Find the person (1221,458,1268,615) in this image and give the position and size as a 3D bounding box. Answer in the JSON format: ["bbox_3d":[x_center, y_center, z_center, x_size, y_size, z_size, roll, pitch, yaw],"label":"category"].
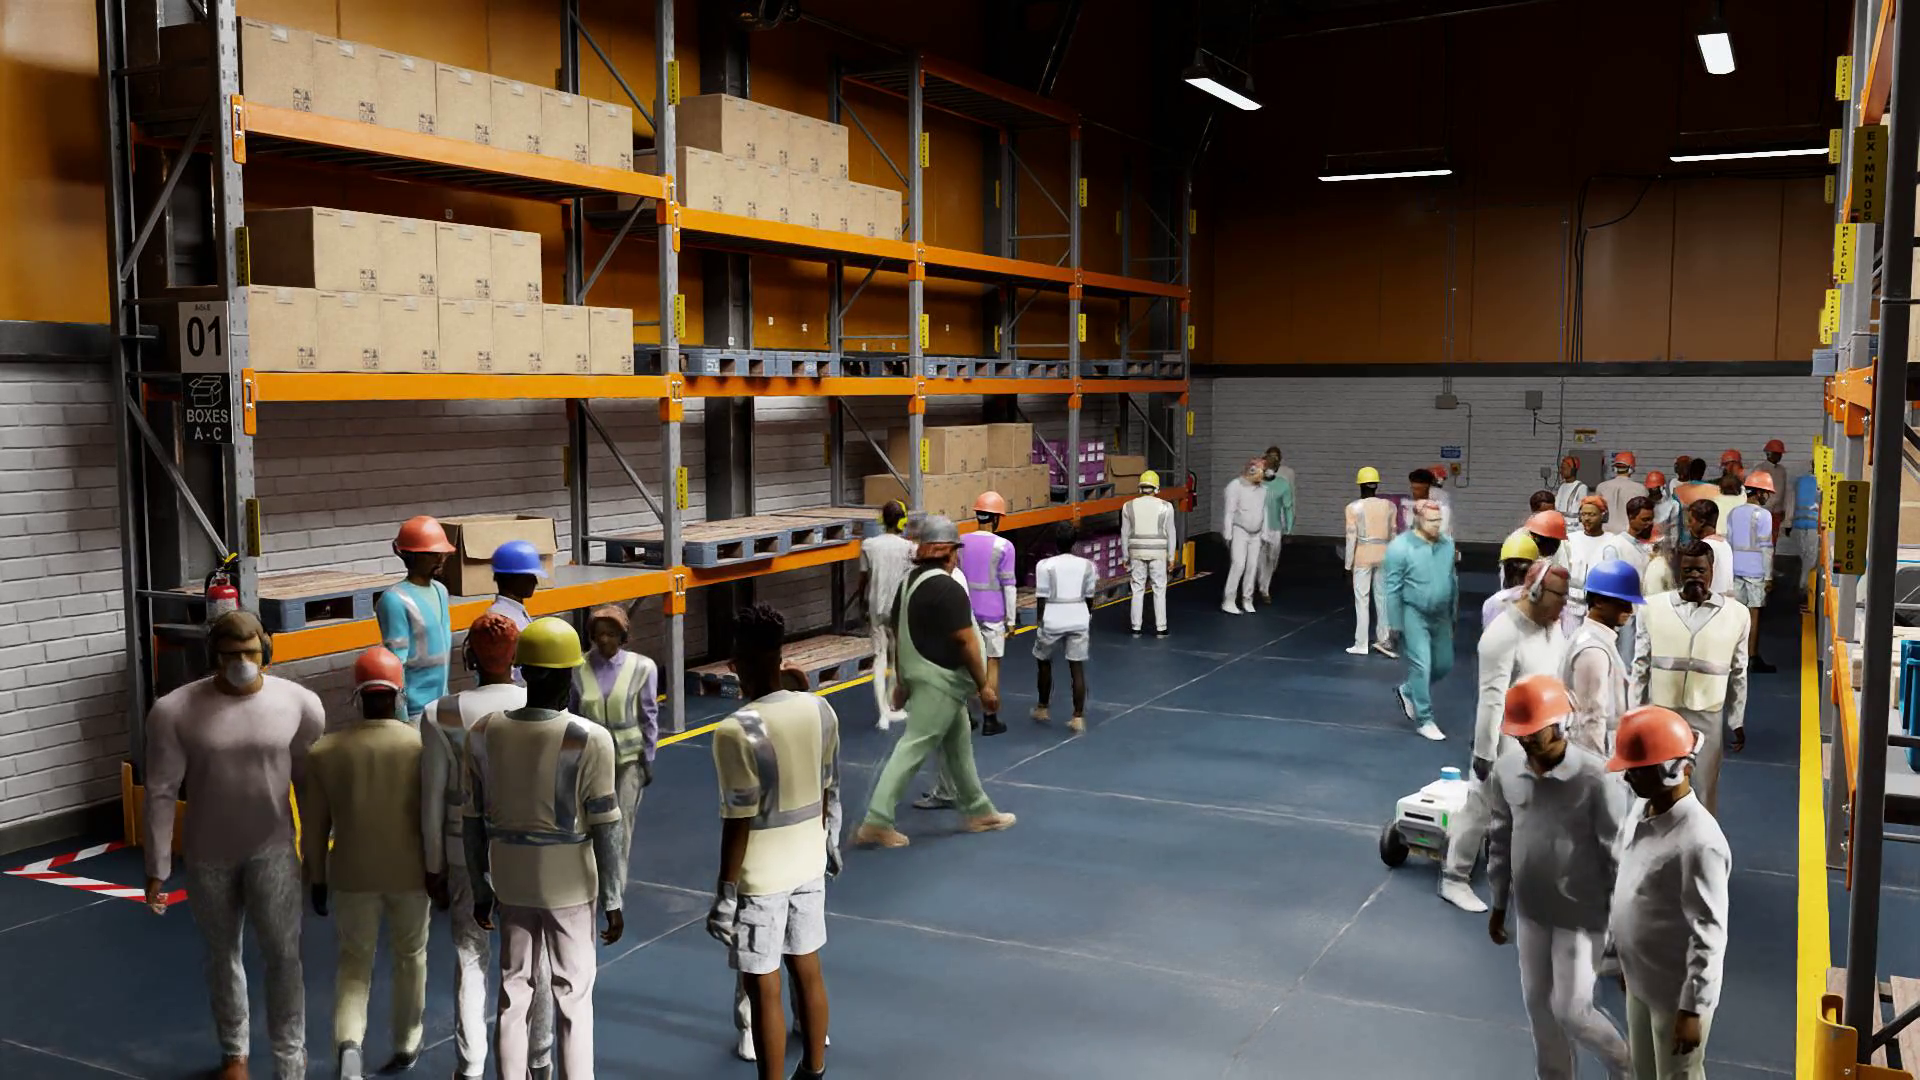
[{"bbox_3d":[3.439,-0.040,20.005,0.696,1.879,0.456,-4,7,-36],"label":"person"}]

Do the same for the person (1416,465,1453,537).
[{"bbox_3d":[6.029,-0.086,21.228,0.486,1.738,0.569,-5,7,-41],"label":"person"}]

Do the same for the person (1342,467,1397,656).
[{"bbox_3d":[4.164,0.216,16.975,0.594,1.922,0.385,-2,6,-19],"label":"person"}]

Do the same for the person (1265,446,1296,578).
[{"bbox_3d":[4.525,-0.420,24.008,0.638,1.905,0.957,2,6,23],"label":"person"}]

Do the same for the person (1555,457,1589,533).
[{"bbox_3d":[7.451,-0.079,20.370,0.356,1.882,0.574,-1,5,-12],"label":"person"}]

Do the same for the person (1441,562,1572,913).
[{"bbox_3d":[2.911,1.028,8.642,0.662,1.847,0.751,-5,7,-41],"label":"person"}]

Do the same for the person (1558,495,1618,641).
[{"bbox_3d":[5.022,0.583,13.245,0.575,1.883,0.362,4,7,38],"label":"person"}]

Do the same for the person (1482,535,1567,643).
[{"bbox_3d":[3.325,0.910,9.859,0.648,1.851,1.021,-2,6,-17],"label":"person"}]

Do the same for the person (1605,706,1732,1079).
[{"bbox_3d":[2.222,1.390,5.310,0.351,1.740,0.564,0,5,2],"label":"person"}]

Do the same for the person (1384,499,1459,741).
[{"bbox_3d":[3.583,0.605,12.998,0.677,1.878,0.588,-2,6,-24],"label":"person"}]

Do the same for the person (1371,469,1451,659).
[{"bbox_3d":[4.587,0.248,16.626,0.996,1.911,0.633,-3,6,-32],"label":"person"}]

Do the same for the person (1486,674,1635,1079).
[{"bbox_3d":[2.180,1.331,6.041,0.522,1.717,0.598,-3,6,-31],"label":"person"}]

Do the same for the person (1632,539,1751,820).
[{"bbox_3d":[3.991,0.949,9.115,0.587,1.920,0.391,2,6,20],"label":"person"}]

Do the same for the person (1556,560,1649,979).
[{"bbox_3d":[3.004,1.055,7.863,0.411,1.939,0.605,2,6,20],"label":"person"}]

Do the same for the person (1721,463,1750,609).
[{"bbox_3d":[9.051,0.032,19.350,0.559,1.858,0.577,3,6,31],"label":"person"}]

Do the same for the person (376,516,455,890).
[{"bbox_3d":[-2.940,0.885,9.134,0.396,2.044,0.609,1,5,9],"label":"person"}]

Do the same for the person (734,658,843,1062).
[{"bbox_3d":[-0.727,1.296,6.859,0.515,1.640,0.315,-2,6,-24],"label":"person"}]

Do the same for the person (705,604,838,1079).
[{"bbox_3d":[-0.700,1.209,6.103,0.390,1.958,0.601,4,6,33],"label":"person"}]

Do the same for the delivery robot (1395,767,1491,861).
[{"bbox_3d":[2.791,1.543,9.481,0.477,0.478,0.707,5,7,44],"label":"delivery robot"}]

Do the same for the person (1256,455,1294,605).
[{"bbox_3d":[3.902,-0.149,21.151,0.643,1.890,1.023,0,5,3],"label":"person"}]

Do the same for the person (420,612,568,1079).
[{"bbox_3d":[-1.799,1.217,6.484,0.568,1.878,0.351,-3,6,-26],"label":"person"}]

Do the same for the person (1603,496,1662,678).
[{"bbox_3d":[5.192,0.608,12.879,0.599,1.905,0.391,-3,6,-32],"label":"person"}]

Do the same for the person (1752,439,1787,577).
[{"bbox_3d":[11.585,-0.446,23.787,0.613,1.985,0.411,-2,6,-22],"label":"person"}]

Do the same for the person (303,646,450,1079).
[{"bbox_3d":[-2.261,1.286,6.492,0.575,1.731,0.677,-1,5,-11],"label":"person"}]

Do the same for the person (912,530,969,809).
[{"bbox_3d":[-0.093,0.831,10.838,0.394,1.836,0.560,1,5,10],"label":"person"}]

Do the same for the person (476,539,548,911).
[{"bbox_3d":[-2.349,0.967,8.762,0.384,1.948,0.605,-1,5,-8],"label":"person"}]

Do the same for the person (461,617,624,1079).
[{"bbox_3d":[-1.481,1.236,5.984,0.595,1.925,0.374,1,5,14],"label":"person"}]

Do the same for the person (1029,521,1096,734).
[{"bbox_3d":[0.800,0.679,13.317,0.547,1.673,0.746,-2,6,-17],"label":"person"}]

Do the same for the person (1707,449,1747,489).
[{"bbox_3d":[9.253,-0.100,20.004,0.622,1.990,0.402,1,5,12],"label":"person"}]

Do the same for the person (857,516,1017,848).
[{"bbox_3d":[-0.173,0.805,10.016,1.058,2.000,0.694,-2,6,-18],"label":"person"}]

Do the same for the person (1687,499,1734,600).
[{"bbox_3d":[5.598,0.645,12.470,0.411,1.906,0.603,4,7,38],"label":"person"}]

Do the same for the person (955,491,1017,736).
[{"bbox_3d":[0.198,0.578,13.096,0.554,1.923,0.391,3,6,26],"label":"person"}]

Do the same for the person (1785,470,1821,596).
[{"bbox_3d":[11.220,-0.165,21.786,0.785,1.793,0.687,-3,6,-26],"label":"person"}]

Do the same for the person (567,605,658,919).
[{"bbox_3d":[-1.824,1.132,8.679,0.521,1.618,0.444,0,5,-5],"label":"person"}]

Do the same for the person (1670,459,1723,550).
[{"bbox_3d":[8.799,-0.035,19.988,0.598,1.860,0.932,0,5,-3],"label":"person"}]

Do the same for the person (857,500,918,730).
[{"bbox_3d":[-0.589,0.599,13.348,0.585,1.836,0.634,1,5,11],"label":"person"}]

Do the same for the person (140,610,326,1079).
[{"bbox_3d":[-2.718,1.224,6.270,0.655,1.903,0.911,-2,6,-22],"label":"person"}]

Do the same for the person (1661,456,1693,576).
[{"bbox_3d":[8.991,-0.110,20.704,0.575,1.882,0.359,3,6,32],"label":"person"}]

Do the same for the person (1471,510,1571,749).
[{"bbox_3d":[3.867,0.745,11.400,0.633,1.907,0.547,-3,6,-28],"label":"person"}]

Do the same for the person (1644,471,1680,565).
[{"bbox_3d":[8.190,0.054,19.664,0.560,1.743,0.337,3,6,31],"label":"person"}]

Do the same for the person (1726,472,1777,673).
[{"bbox_3d":[7.608,0.309,15.956,0.374,1.928,0.542,-1,6,-15],"label":"person"}]

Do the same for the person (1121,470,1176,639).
[{"bbox_3d":[2.052,0.159,18.090,0.599,1.827,0.403,1,5,13],"label":"person"}]

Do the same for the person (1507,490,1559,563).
[{"bbox_3d":[4.687,0.542,13.563,0.602,1.909,0.385,-3,6,-26],"label":"person"}]

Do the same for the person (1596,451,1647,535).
[{"bbox_3d":[7.751,-0.047,19.508,0.615,1.985,0.410,5,7,41],"label":"person"}]
